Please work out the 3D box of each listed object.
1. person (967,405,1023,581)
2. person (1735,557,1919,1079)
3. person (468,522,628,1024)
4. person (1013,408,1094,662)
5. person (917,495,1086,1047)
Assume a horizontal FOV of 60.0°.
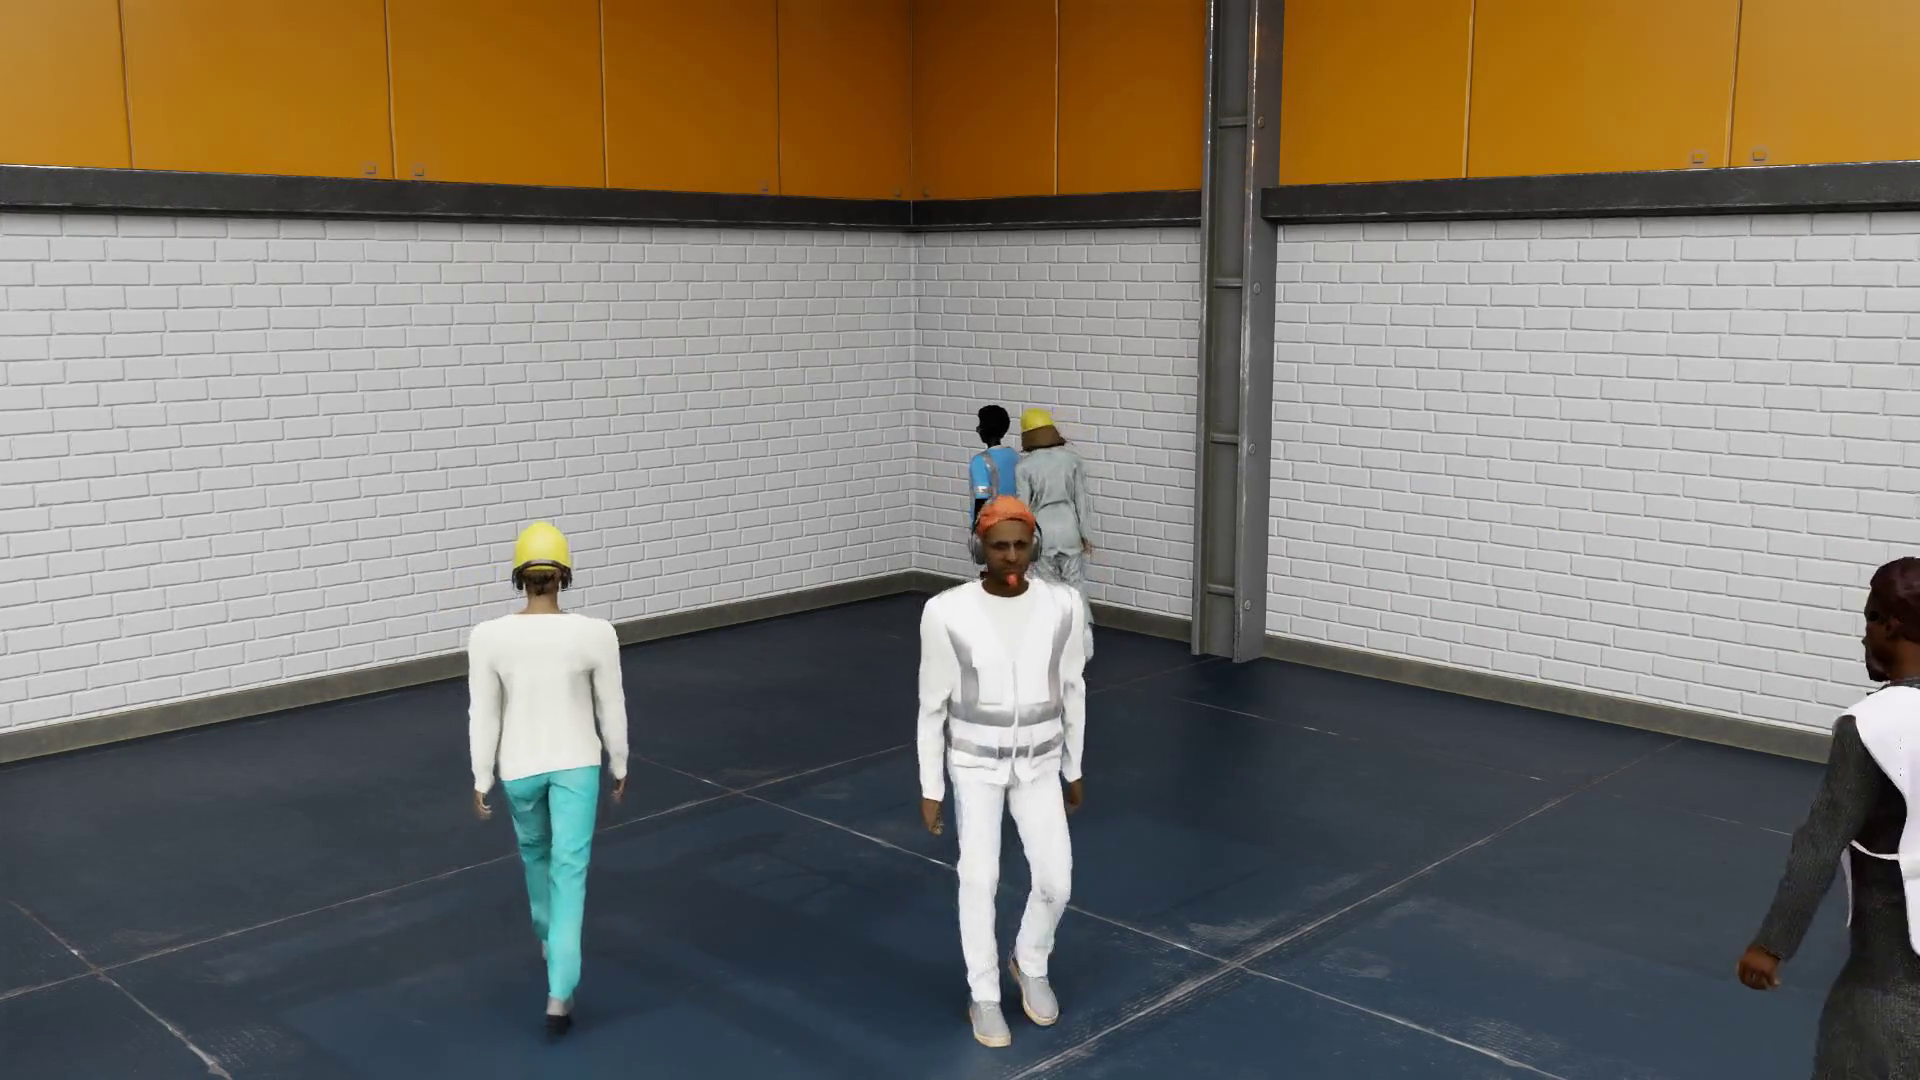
[{"bbox_3d":[0.234,-0.068,11.281,0.317,1.695,0.540,7,11,35],"label":"person"},{"bbox_3d":[2.292,0.978,4.271,0.623,1.882,0.846,-6,11,-34],"label":"person"},{"bbox_3d":[-1.454,0.798,5.898,0.534,1.727,0.916,-1,9,-6],"label":"person"},{"bbox_3d":[0.623,-0.001,10.842,0.535,1.702,0.607,-3,10,-18],"label":"person"},{"bbox_3d":[0.146,0.782,5.552,0.594,1.870,0.429,-2,9,-12],"label":"person"}]
